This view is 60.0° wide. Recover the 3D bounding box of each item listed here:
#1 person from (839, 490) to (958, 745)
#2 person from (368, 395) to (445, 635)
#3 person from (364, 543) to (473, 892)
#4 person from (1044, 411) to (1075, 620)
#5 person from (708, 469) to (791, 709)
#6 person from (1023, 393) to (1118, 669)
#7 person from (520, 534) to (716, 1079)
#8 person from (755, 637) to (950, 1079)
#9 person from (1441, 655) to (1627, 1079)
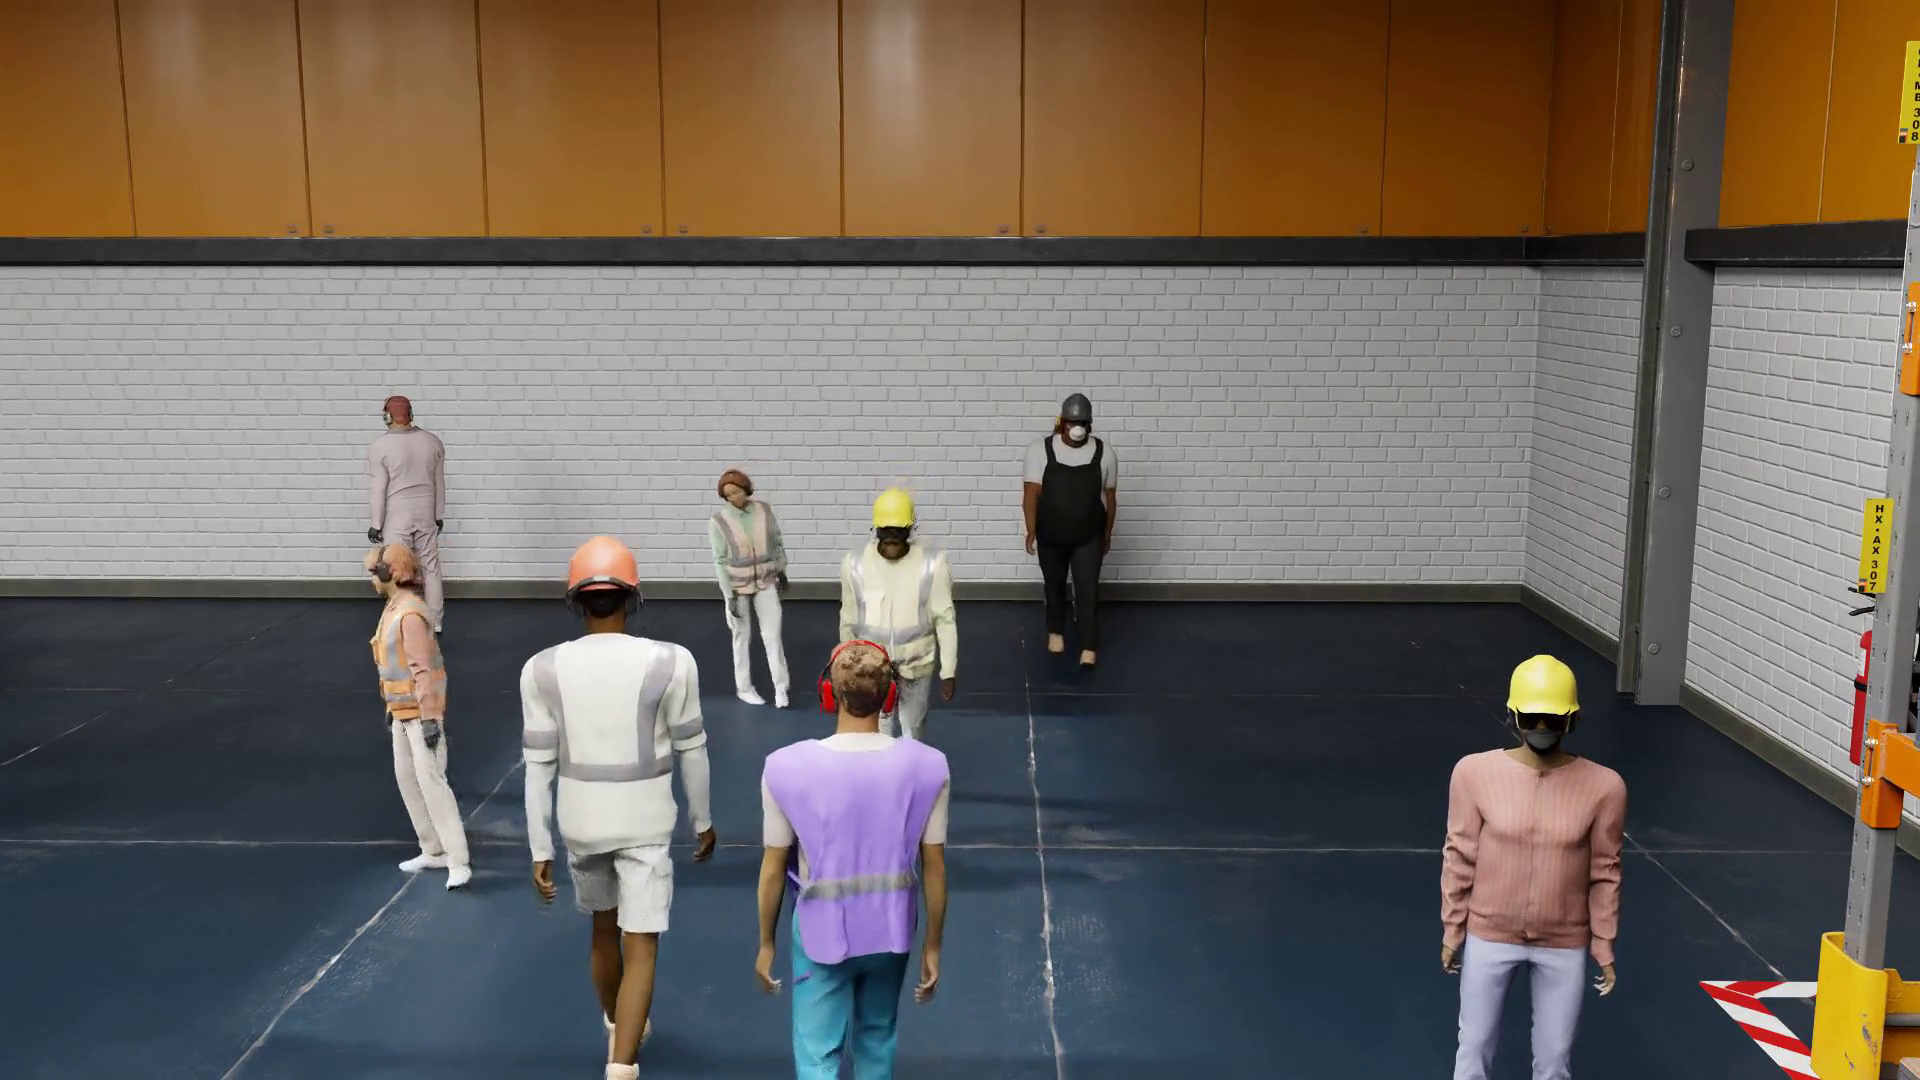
[{"bbox_3d":[-0.321,0.619,8.569,0.610,1.779,0.998,0,9,0],"label":"person"},{"bbox_3d":[-4.307,-0.171,12.920,0.406,1.903,0.638,8,13,41],"label":"person"},{"bbox_3d":[-2.545,0.826,7.823,0.338,1.606,0.701,-6,11,-33],"label":"person"},{"bbox_3d":[0.875,-0.212,13.632,0.492,1.742,0.324,3,10,17],"label":"person"},{"bbox_3d":[-1.350,0.331,10.811,0.581,1.601,0.575,-5,11,-27],"label":"person"},{"bbox_3d":[0.804,-0.114,12.158,0.690,2.000,1.045,1,10,4],"label":"person"},{"bbox_3d":[-1.192,0.993,5.677,0.613,2.007,0.980,1,9,4],"label":"person"},{"bbox_3d":[-0.301,1.200,4.927,0.576,1.823,0.777,-3,10,-18],"label":"person"},{"bbox_3d":[1.725,1.210,5.046,0.524,1.769,0.314,2,10,14],"label":"person"}]
